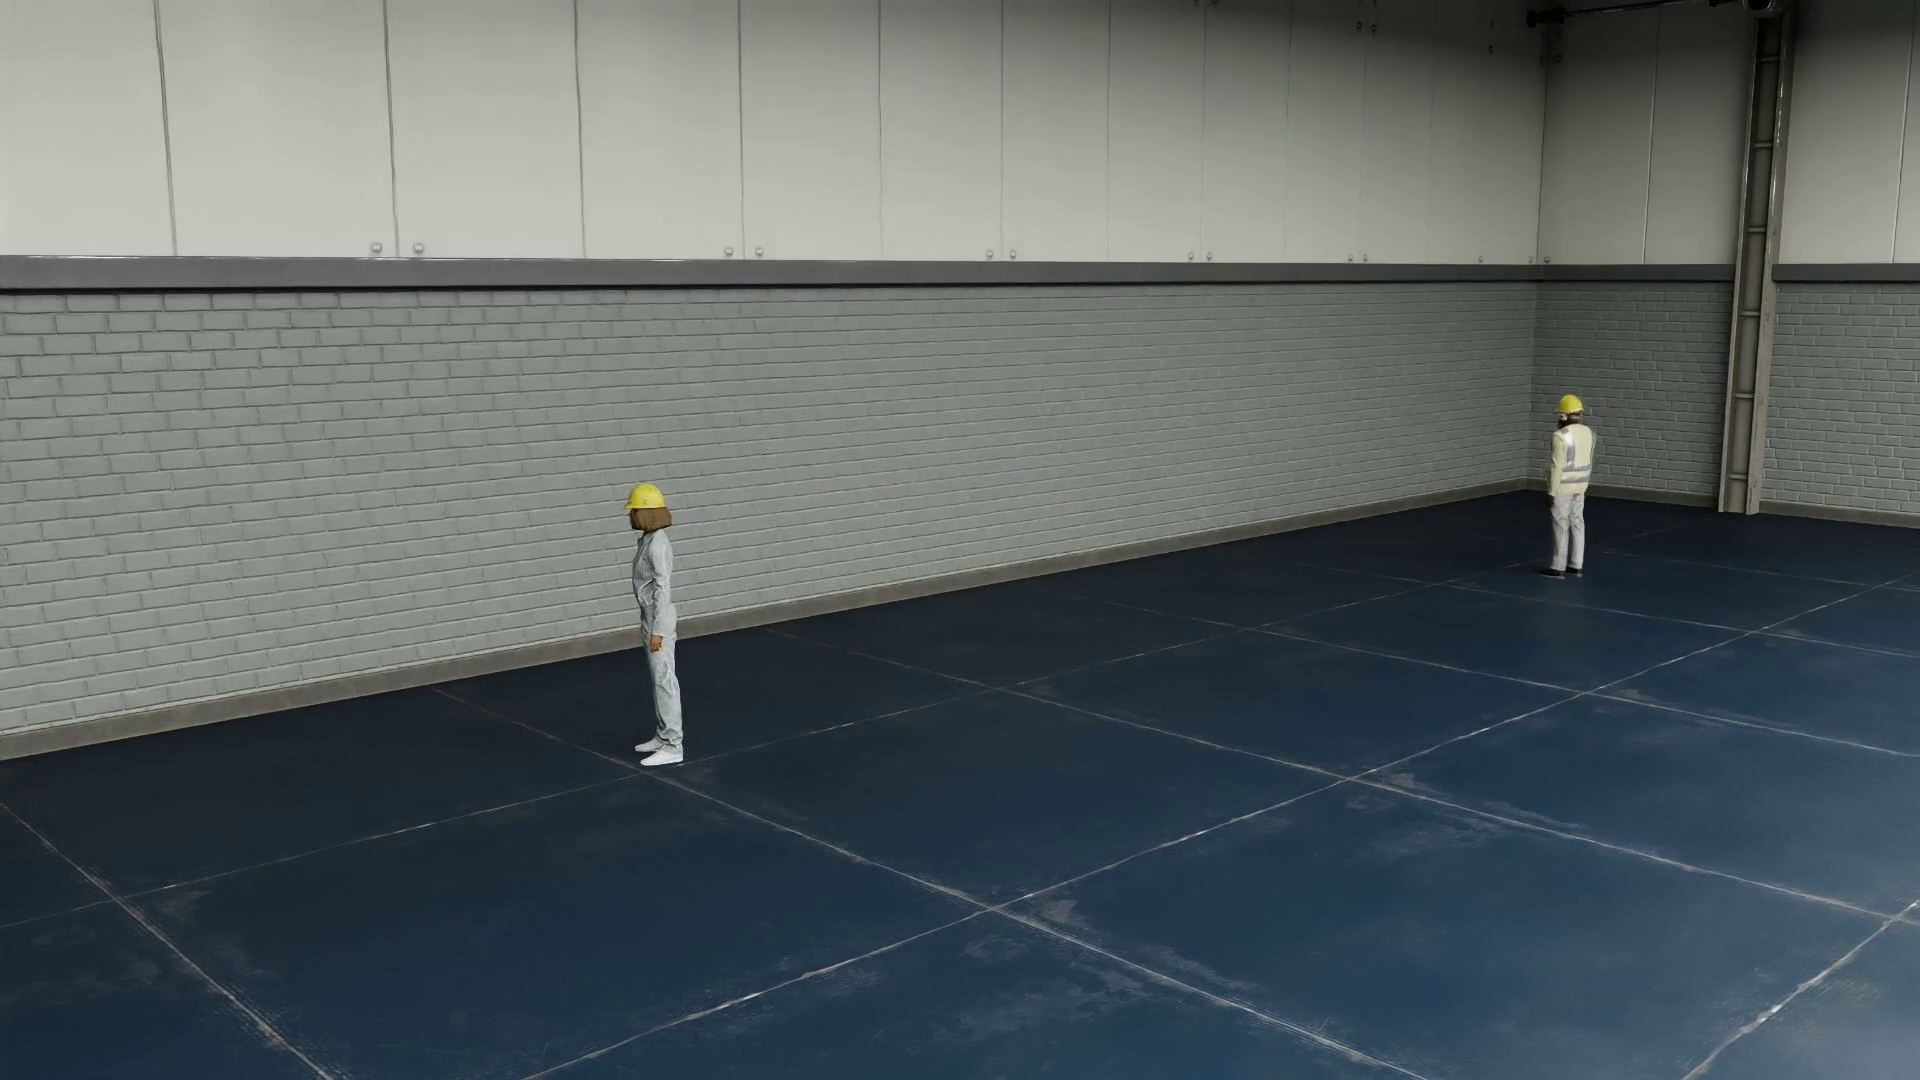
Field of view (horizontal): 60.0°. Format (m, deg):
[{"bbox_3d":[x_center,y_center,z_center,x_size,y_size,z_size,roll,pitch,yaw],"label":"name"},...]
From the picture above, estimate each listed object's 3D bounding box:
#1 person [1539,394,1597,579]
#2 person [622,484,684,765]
[{"bbox_3d":[6.010,-0.527,16.483,0.600,1.830,0.404,-6,11,-33],"label":"person"},{"bbox_3d":[-1.902,0.517,10.280,0.324,1.742,0.492,-2,9,-15],"label":"person"}]
